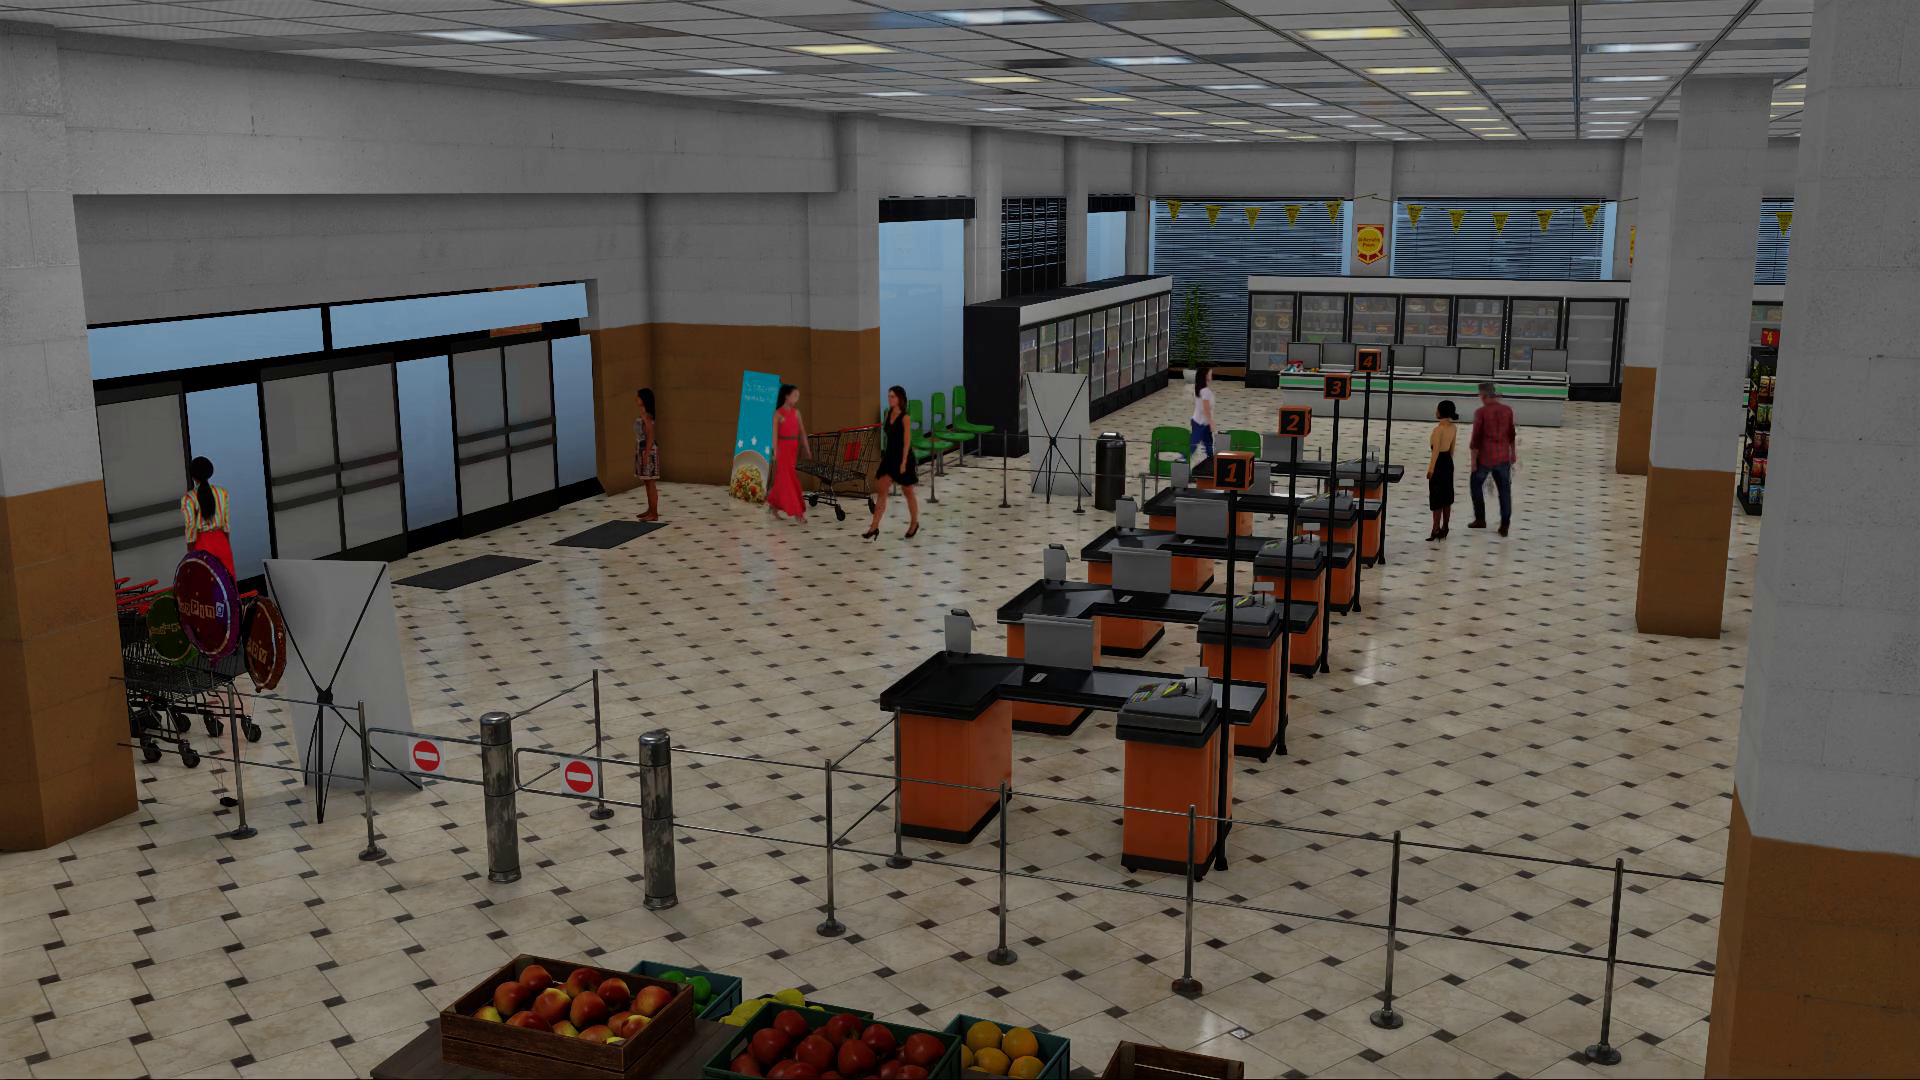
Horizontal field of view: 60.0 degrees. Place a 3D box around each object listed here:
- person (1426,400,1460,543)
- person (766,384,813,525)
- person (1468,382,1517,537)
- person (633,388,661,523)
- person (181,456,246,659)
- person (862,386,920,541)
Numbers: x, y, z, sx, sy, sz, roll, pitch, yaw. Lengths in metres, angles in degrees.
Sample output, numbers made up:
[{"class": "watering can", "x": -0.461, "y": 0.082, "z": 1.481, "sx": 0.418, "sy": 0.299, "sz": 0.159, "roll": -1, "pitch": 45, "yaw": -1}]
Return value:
[{"class": "person", "x": 5.609, "y": -0.809, "z": 19.373, "sx": 0.650, "sy": 1.653, "sz": 0.671, "roll": -10, "pitch": 16, "yaw": -40}, {"class": "person", "x": -2.170, "y": -1.038, "z": 20.408, "sx": 1.159, "sy": 1.676, "sz": 0.836, "roll": 11, "pitch": 16, "yaw": 41}, {"class": "person", "x": 6.337, "y": -0.948, "z": 19.696, "sx": 0.928, "sy": 1.793, "sz": 1.040, "roll": 0, "pitch": 12, "yaw": 2}, {"class": "person", "x": -3.870, "y": -1.065, "z": 20.612, "sx": 0.744, "sy": 1.645, "sz": 0.723, "roll": -4, "pitch": 12, "yaw": -17}, {"class": "person", "x": -6.510, "y": 0.156, "z": 14.454, "sx": 0.637, "sy": 1.792, "sz": 0.670, "roll": 9, "pitch": 15, "yaw": 38}, {"class": "person", "x": -0.637, "y": -0.851, "z": 19.232, "sx": 1.137, "sy": 1.794, "sz": 0.953, "roll": 11, "pitch": 16, "yaw": 41}]
